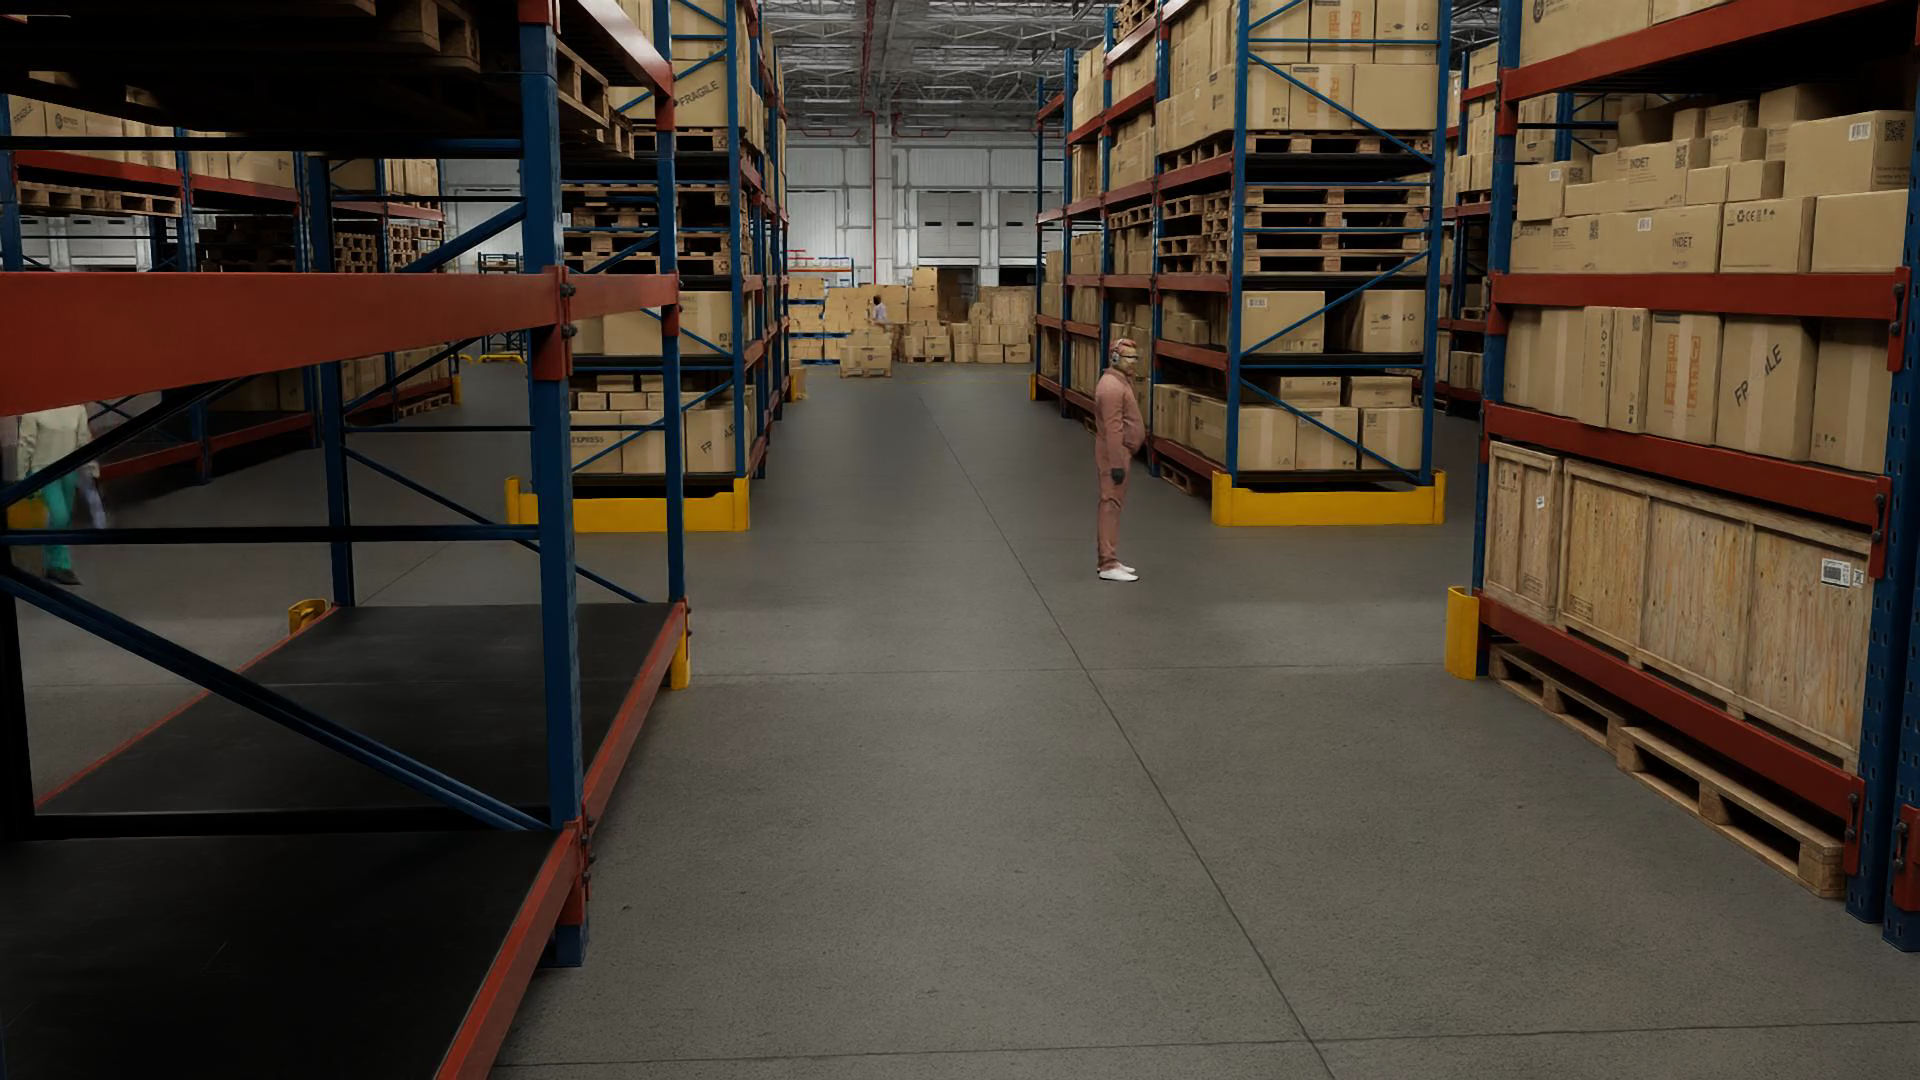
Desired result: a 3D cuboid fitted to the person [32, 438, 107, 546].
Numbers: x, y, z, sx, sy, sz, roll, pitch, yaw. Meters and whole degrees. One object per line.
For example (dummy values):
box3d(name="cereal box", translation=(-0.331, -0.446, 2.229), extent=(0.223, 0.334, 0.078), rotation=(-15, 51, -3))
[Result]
box3d(name="person", translation=(-8.042, -0.813, 14.805), extent=(0.783, 1.741, 0.530), rotation=(-3, 10, -21))

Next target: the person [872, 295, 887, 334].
box3d(name="person", translation=(-2.521, -6.383, 49.585), extent=(0.969, 1.792, 0.637), rotation=(-4, 10, -25))

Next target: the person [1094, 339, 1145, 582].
box3d(name="person", translation=(1.261, -0.635, 13.183), extent=(0.401, 1.904, 0.640), rotation=(1, 9, 6))

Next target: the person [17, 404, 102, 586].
box3d(name="person", translation=(-6.972, -0.517, 12.912), extent=(0.737, 1.737, 0.562), rotation=(4, 10, 24))

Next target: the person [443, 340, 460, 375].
box3d(name="person", translation=(-12.359, -4.978, 40.248), extent=(0.601, 1.967, 0.367), rotation=(3, 9, 15))
